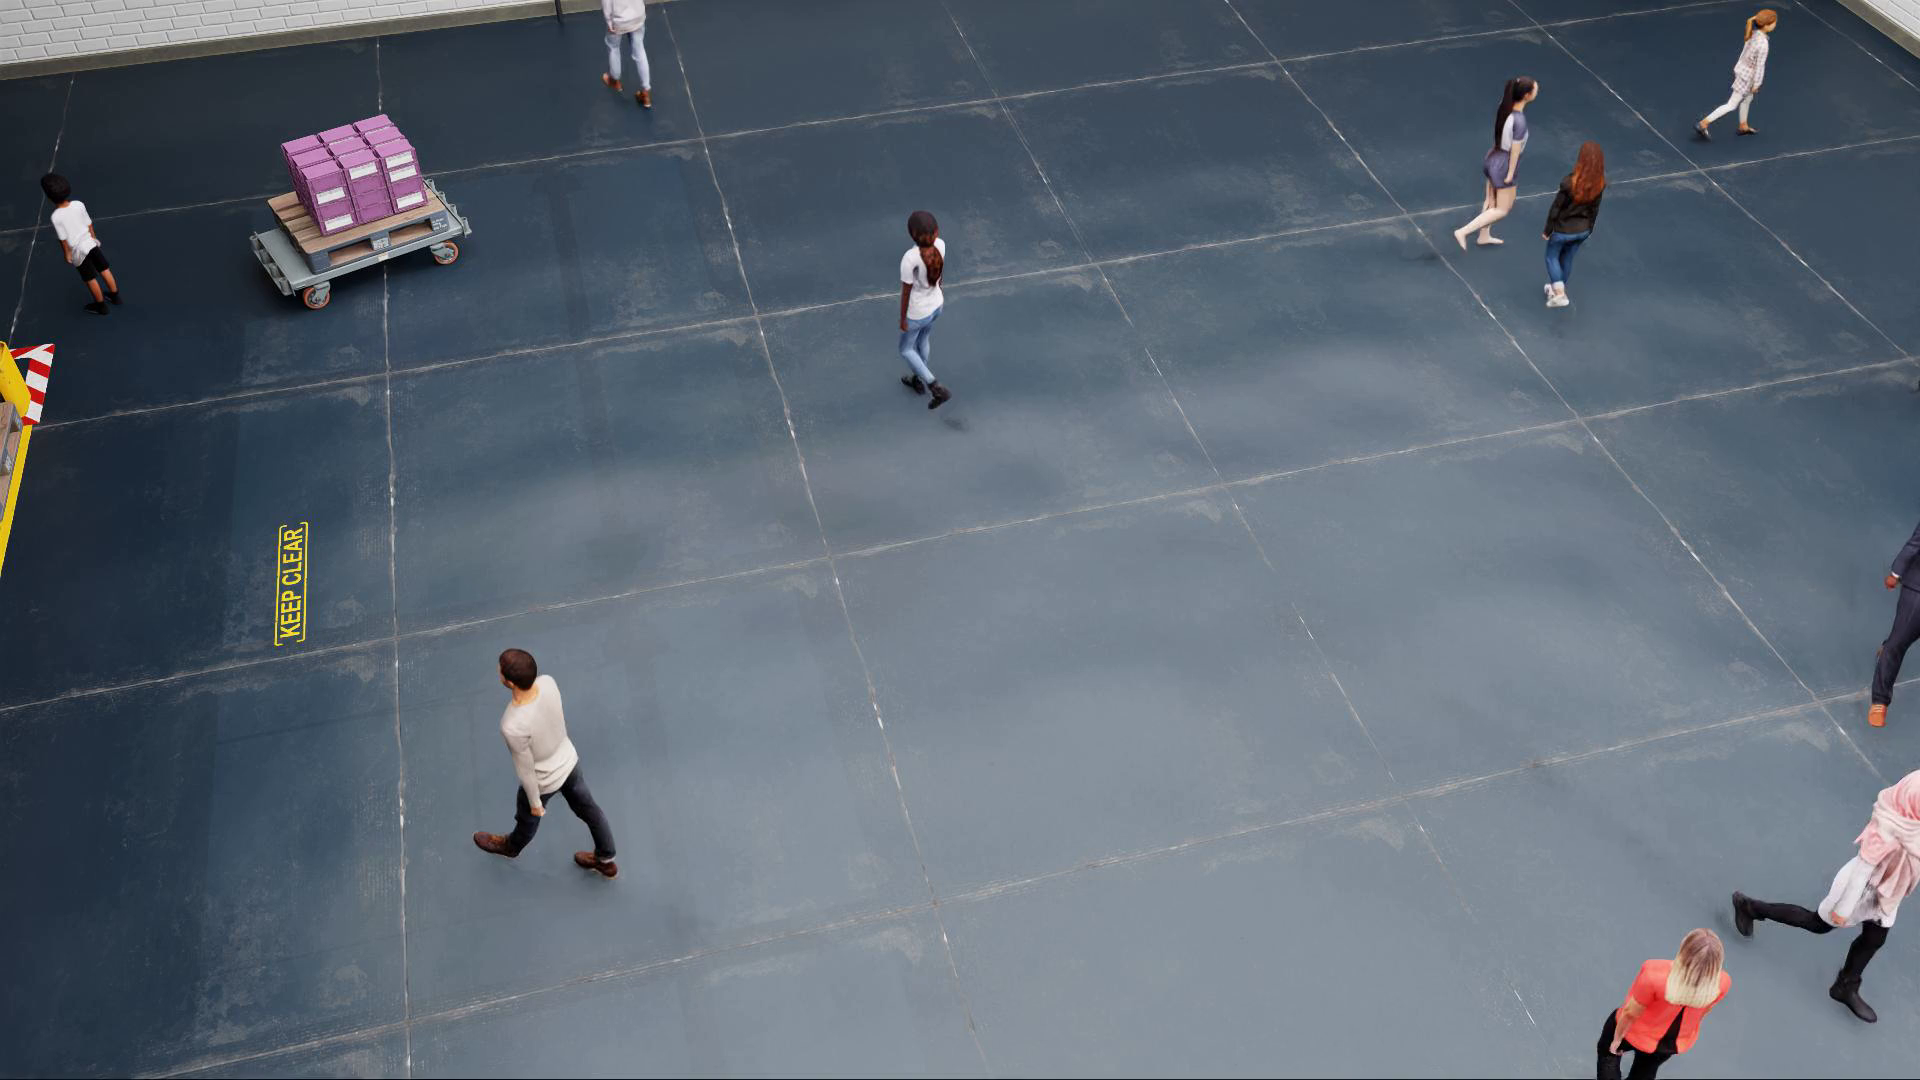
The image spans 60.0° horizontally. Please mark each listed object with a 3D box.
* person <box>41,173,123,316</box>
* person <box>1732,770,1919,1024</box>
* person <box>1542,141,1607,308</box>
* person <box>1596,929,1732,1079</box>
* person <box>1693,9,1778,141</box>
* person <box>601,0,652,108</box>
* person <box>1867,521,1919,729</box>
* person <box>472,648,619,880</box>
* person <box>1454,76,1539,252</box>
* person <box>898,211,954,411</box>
[{"bbox_3d":[-7.186,-2.422,13.585,0.630,1.259,0.562,18,47,18],"label":"person"},{"bbox_3d":[4.691,1.781,8.799,0.957,1.775,1.242,-28,50,-26],"label":"person"},{"bbox_3d":[4.991,-2.503,13.519,0.589,1.467,0.677,-5,44,-5],"label":"person"},{"bbox_3d":[3.414,2.480,8.135,0.741,1.679,0.885,3,44,3],"label":"person"},{"bbox_3d":[7.306,-4.337,15.575,0.763,1.288,0.918,2,44,2],"label":"person"},{"bbox_3d":[-3.150,-5.000,15.888,0.900,1.816,1.050,-27,50,-26],"label":"person"},{"bbox_3d":[6.100,0.245,10.401,1.093,1.790,1.243,13,45,14],"label":"person"},{"bbox_3d":[-2.201,1.316,9.248,1.125,1.831,1.143,14,45,14],"label":"person"},{"bbox_3d":[4.503,-3.151,14.079,0.668,1.634,0.710,-8,44,-8],"label":"person"},{"bbox_3d":[-0.245,-1.706,12.508,0.979,1.708,0.858,32,52,29],"label":"person"}]
